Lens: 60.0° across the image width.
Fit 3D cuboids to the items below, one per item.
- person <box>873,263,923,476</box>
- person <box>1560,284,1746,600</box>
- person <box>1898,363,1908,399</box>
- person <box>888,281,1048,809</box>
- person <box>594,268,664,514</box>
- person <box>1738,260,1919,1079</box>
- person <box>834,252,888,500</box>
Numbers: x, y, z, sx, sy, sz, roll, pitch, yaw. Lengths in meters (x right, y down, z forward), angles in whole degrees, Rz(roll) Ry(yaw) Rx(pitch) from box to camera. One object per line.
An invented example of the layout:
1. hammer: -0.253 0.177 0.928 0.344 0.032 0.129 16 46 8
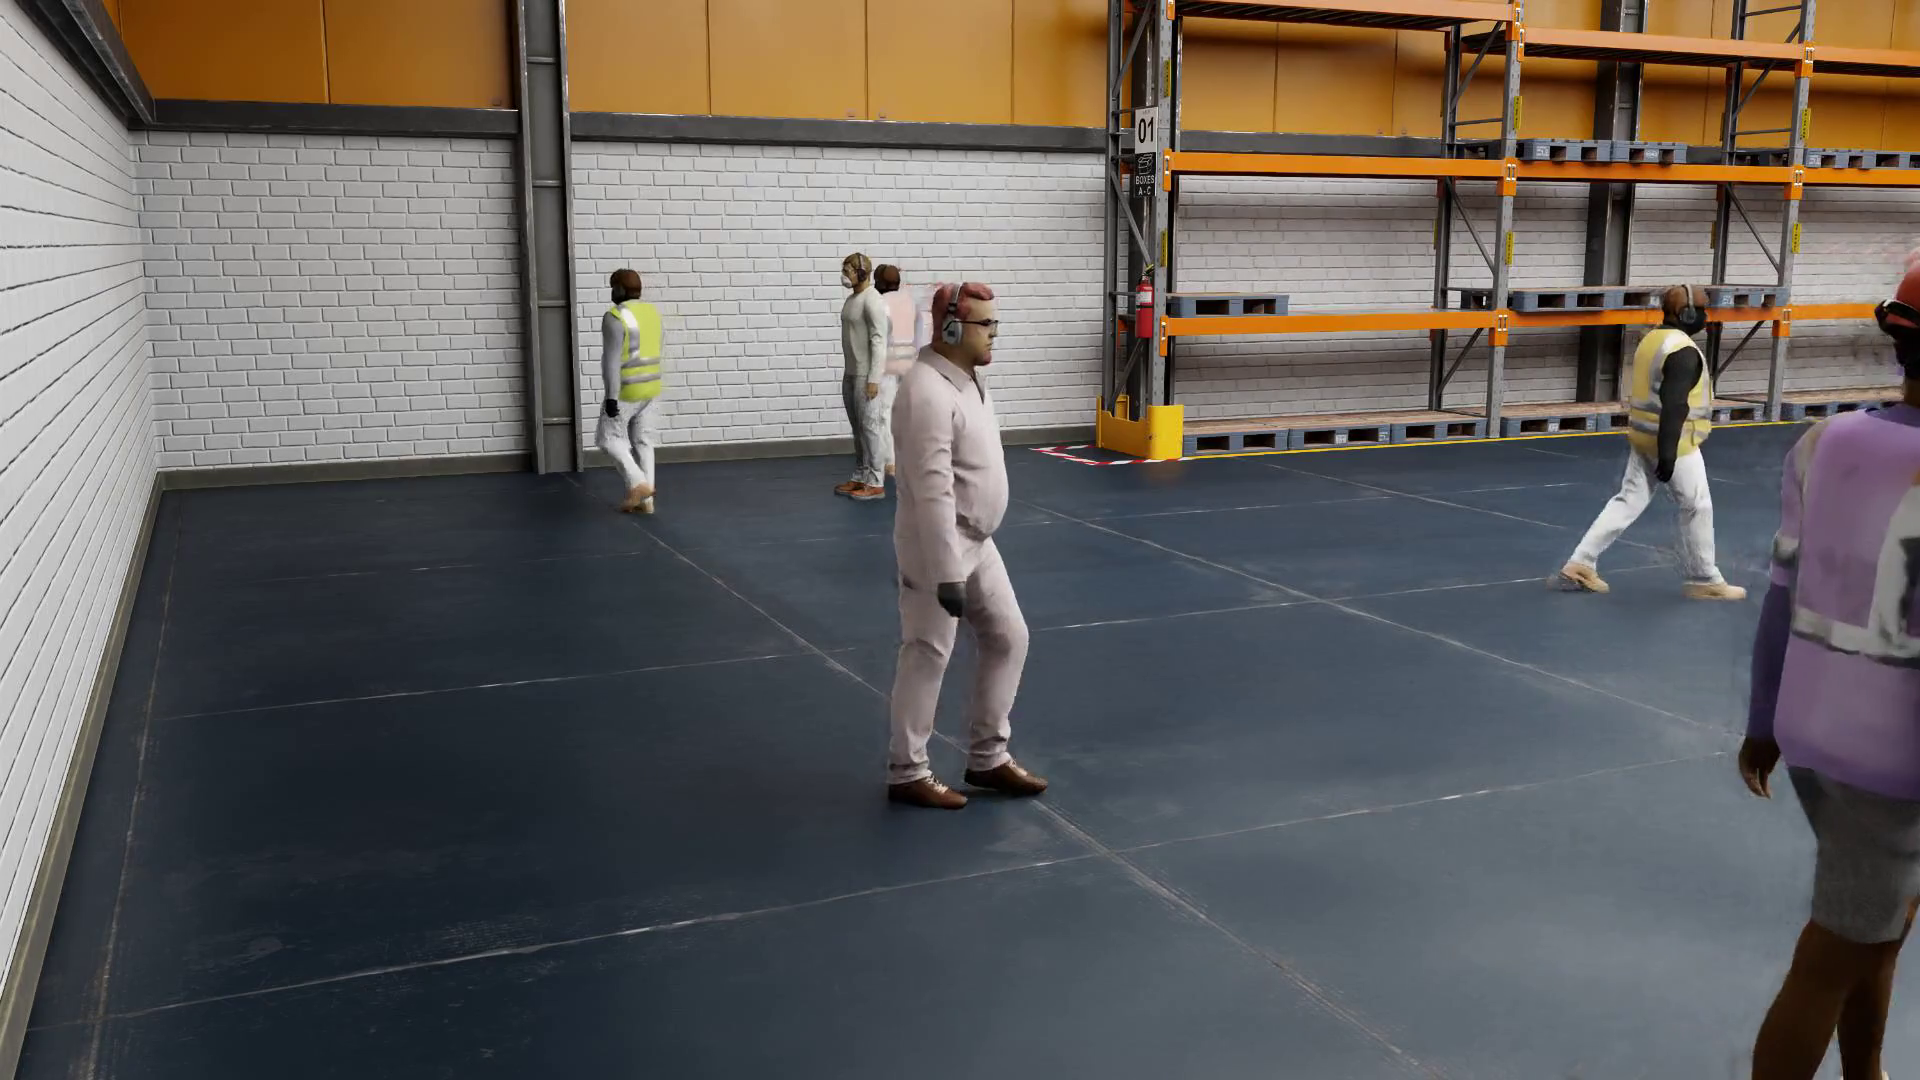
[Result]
1. person: -0.616 -1.465 14.395 0.644 1.831 0.430 -10 14 -43
2. person: 3.952 -0.551 9.438 0.979 1.799 0.635 0 10 3
3. person: 7.870 -1.295 13.466 0.456 1.827 0.557 2 10 9
4. person: 0.054 0.040 5.869 0.709 1.880 0.686 3 11 15
5. person: -2.436 -1.084 12.295 0.452 1.827 0.657 5 11 24
6. person: 1.915 0.422 3.348 0.813 2.020 0.663 -1 10 -6
7. person: -0.776 -1.288 13.122 0.357 1.937 0.637 -4 11 -23
